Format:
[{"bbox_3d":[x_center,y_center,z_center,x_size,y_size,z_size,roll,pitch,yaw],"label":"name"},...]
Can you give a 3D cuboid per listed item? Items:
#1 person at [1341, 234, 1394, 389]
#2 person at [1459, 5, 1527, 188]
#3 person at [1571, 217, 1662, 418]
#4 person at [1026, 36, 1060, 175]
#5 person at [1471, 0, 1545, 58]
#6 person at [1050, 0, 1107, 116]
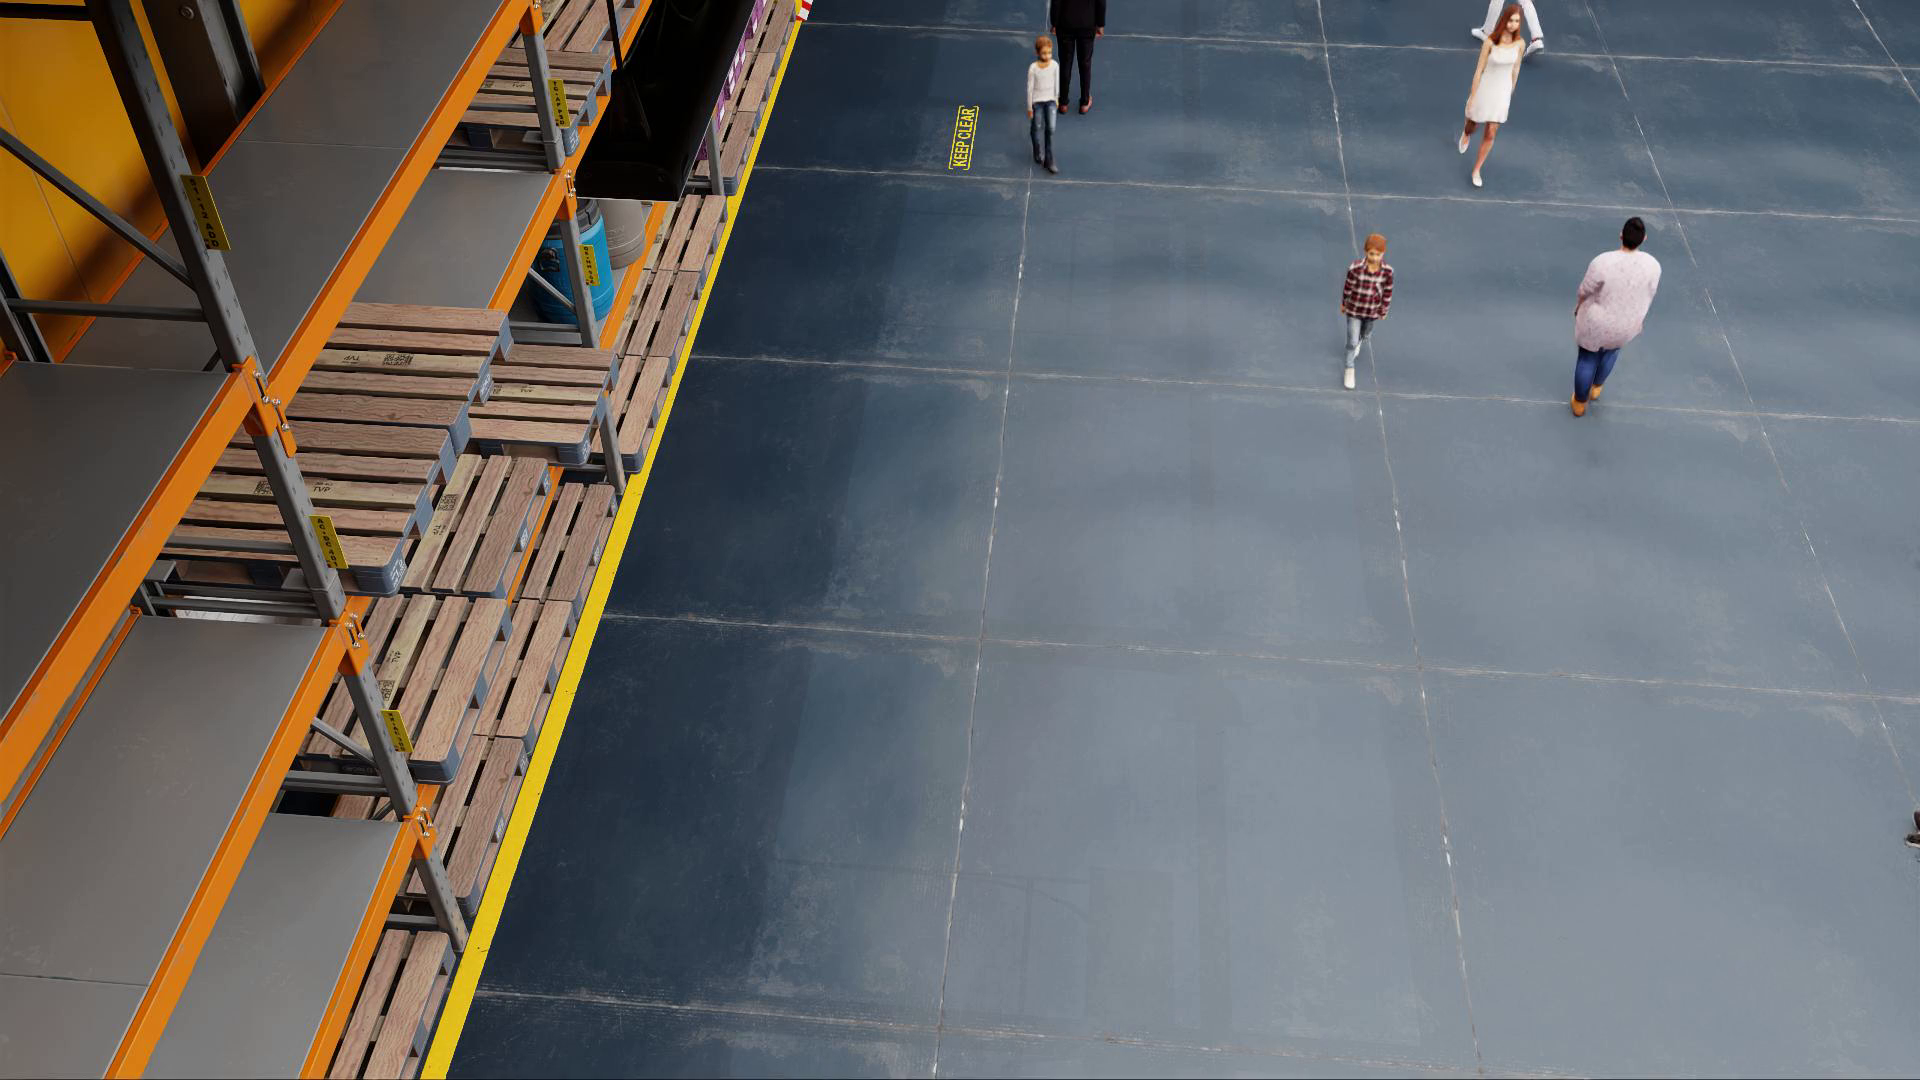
[{"bbox_3d":[3.233,-1.898,13.303,0.545,1.289,0.858,5,44,5],"label":"person"},{"bbox_3d":[4.902,-4.168,15.388,0.559,1.701,0.881,4,44,4],"label":"person"},{"bbox_3d":[4.982,-1.664,12.737,0.739,1.732,0.721,8,44,8],"label":"person"},{"bbox_3d":[0.751,-4.144,15.651,0.647,1.304,0.788,-12,45,-12],"label":"person"},{"bbox_3d":[5.825,-5.847,17.081,1.134,1.797,1.260,-22,48,-22],"label":"person"},{"bbox_3d":[1.132,-5.045,16.178,0.705,1.881,0.551,1,44,2],"label":"person"}]
